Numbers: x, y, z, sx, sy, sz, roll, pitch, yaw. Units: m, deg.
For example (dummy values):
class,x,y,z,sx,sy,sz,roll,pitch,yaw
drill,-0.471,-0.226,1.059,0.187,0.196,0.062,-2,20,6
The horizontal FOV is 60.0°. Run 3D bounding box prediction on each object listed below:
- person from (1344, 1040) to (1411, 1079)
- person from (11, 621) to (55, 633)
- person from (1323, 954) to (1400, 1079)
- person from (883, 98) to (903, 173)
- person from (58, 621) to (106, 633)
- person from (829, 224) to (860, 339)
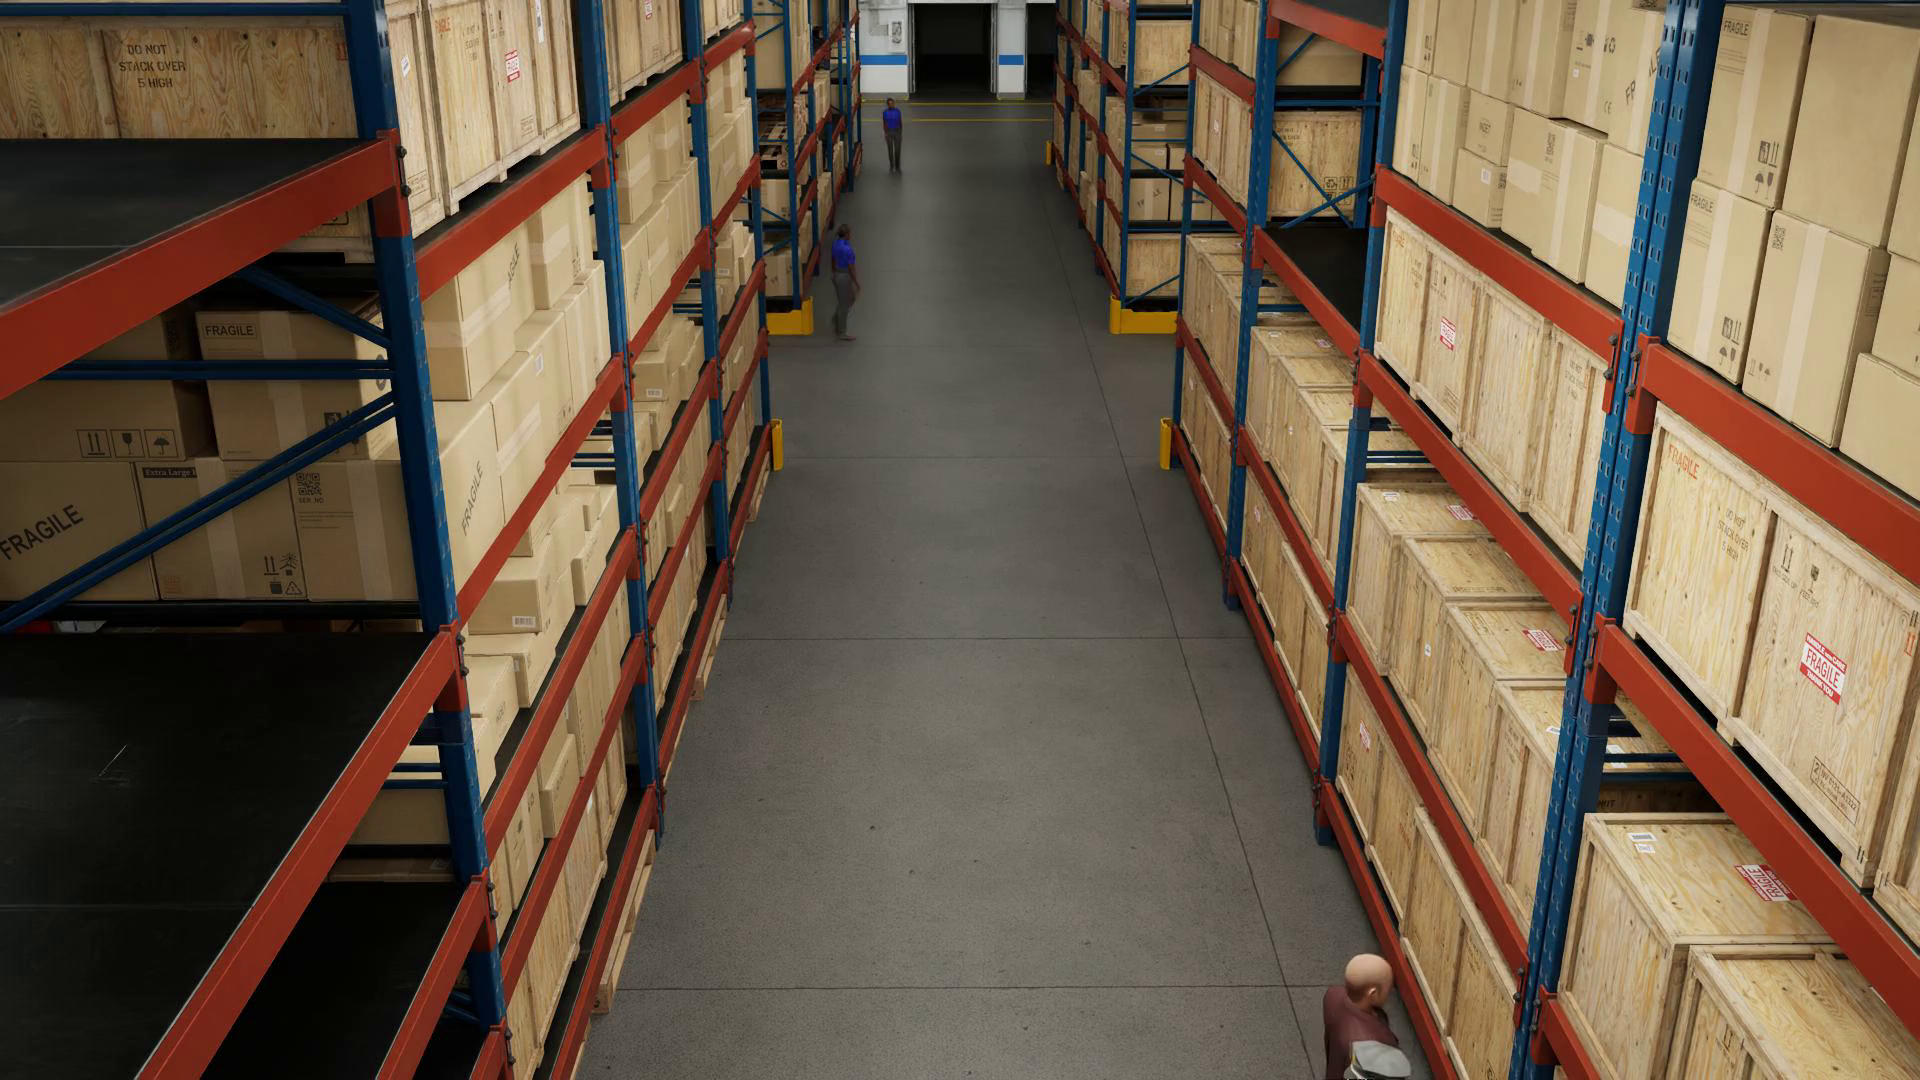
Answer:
class,x,y,z,sx,sy,sz,roll,pitch,yaw
person,1.757,2.938,7.240,0.537,1.719,0.522,1,22,3
person,-6.842,0.970,12.132,0.576,1.755,0.468,-9,23,-21
person,1.850,2.669,7.662,0.397,1.779,0.594,-1,22,-2
person,-1.548,-9.316,38.276,0.451,1.677,0.497,0,22,0
person,-6.710,0.678,12.893,0.517,1.670,0.598,1,22,2
person,-1.674,-3.769,24.166,0.439,1.653,0.492,-9,23,-21
